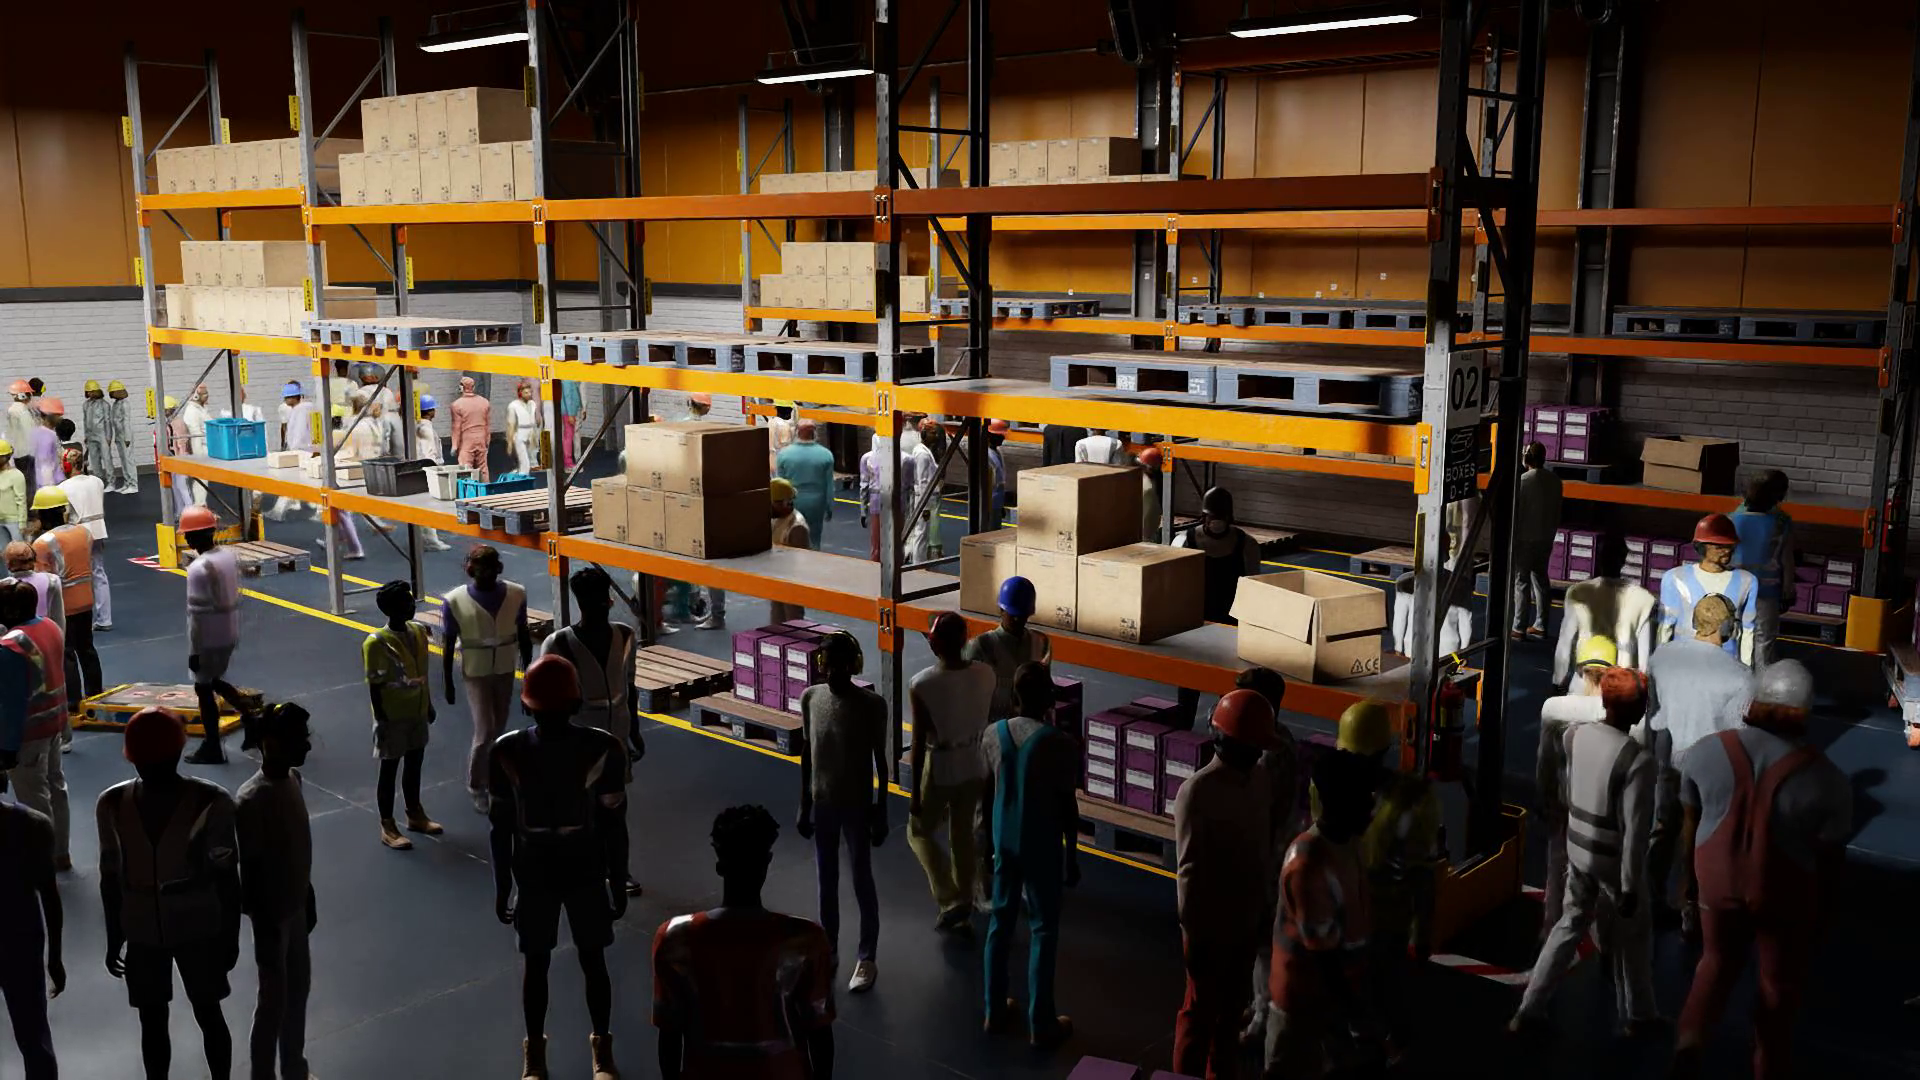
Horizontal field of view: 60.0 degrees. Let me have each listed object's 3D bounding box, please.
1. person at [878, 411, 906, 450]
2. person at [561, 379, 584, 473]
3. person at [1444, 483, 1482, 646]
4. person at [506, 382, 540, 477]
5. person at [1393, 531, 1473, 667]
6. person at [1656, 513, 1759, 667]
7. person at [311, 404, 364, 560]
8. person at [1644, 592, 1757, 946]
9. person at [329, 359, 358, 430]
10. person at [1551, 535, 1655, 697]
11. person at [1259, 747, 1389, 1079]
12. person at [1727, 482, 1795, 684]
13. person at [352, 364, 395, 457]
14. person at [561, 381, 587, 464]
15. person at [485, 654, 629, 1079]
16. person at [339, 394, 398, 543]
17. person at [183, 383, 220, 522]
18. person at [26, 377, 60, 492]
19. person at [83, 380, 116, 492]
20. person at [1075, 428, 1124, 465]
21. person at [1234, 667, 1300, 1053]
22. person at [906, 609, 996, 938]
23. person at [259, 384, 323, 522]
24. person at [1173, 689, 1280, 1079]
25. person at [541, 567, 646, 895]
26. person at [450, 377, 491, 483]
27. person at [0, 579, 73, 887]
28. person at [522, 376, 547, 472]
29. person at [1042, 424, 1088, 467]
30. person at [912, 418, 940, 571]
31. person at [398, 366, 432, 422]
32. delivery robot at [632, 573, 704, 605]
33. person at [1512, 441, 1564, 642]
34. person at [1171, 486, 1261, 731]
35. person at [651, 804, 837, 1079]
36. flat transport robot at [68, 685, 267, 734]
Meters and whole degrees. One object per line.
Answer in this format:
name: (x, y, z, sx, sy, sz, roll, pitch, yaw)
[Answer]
person: (-0.754, -0.851, 20.824, 0.546, 1.928, 0.385, 0, 10, -2)
person: (-6.515, -2.123, 27.841, 0.392, 1.989, 0.610, -2, 10, -11)
person: (4.709, 0.084, 15.781, 0.429, 1.841, 0.633, 1, 10, 3)
person: (-6.524, -1.435, 24.484, 0.664, 1.810, 0.593, 3, 10, 17)
person: (3.443, 0.772, 12.130, 0.562, 1.753, 0.327, 3, 11, 18)
person: (4.903, 0.836, 10.946, 0.615, 2.045, 0.365, 2, 10, 10)
person: (-7.579, -0.709, 20.200, 1.023, 1.864, 0.603, 6, 12, 32)
person: (3.999, 1.236, 9.038, 0.379, 1.932, 0.623, -6, 12, -31)
person: (-10.136, -2.040, 27.495, 0.624, 1.934, 0.822, 1, 10, 7)
person: (4.221, 0.922, 10.887, 0.628, 1.891, 0.588, -1, 10, -3)
person: (1.479, 1.722, 6.326, 1.003, 1.900, 0.604, 7, 12, 34)
person: (6.571, 0.434, 13.801, 0.626, 1.844, 0.429, 6, 12, 32)
person: (-8.816, -1.619, 24.842, 0.538, 2.000, 0.684, 7, 12, 33)
person: (-6.756, -2.266, 28.807, 0.612, 1.942, 0.405, 0, 10, 3)
person: (-1.762, 1.487, 7.325, 0.603, 2.034, 0.416, -1, 10, -7)
person: (-7.722, -0.923, 21.385, 0.801, 1.911, 0.675, -7, 12, -35)
person: (-10.393, -1.195, 22.826, 0.399, 1.908, 0.643, -3, 10, -16)
person: (-13.472, -1.448, 24.379, 0.534, 1.864, 0.309, -4, 11, -21)
person: (-13.266, -1.592, 25.573, 0.486, 1.737, 0.320, 3, 10, 17)
person: (1.615, -0.545, 19.213, 0.575, 1.885, 0.355, 2, 10, 10)
person: (1.428, 1.494, 7.826, 0.337, 1.838, 0.507, 3, 10, 14)
person: (-0.055, 1.282, 9.041, 0.586, 1.829, 0.458, -7, 12, -34)
person: (-9.103, -1.165, 22.660, 0.937, 1.900, 0.616, -7, 12, -34)
person: (1.120, 1.581, 6.913, 0.392, 1.985, 0.611, 8, 13, 40)
person: (-2.098, 1.118, 9.578, 0.615, 1.964, 0.361, -9, 13, -40)
person: (-7.054, -1.391, 23.930, 0.406, 1.910, 0.639, 8, 13, 39)
person: (-5.521, 1.134, 9.845, 0.429, 1.843, 0.634, -1, 10, -8)
person: (-7.142, -2.095, 27.871, 0.369, 1.932, 0.623, -5, 11, -27)
person: (1.304, -0.784, 20.249, 0.611, 1.995, 0.378, 5, 11, 27)
person: (-0.386, -0.411, 18.464, 0.362, 1.883, 0.576, 0, 10, -2)
person: (-9.576, -2.226, 29.242, 0.577, 1.699, 0.884, -1, 10, -6)
delivery robot: (-2.981, 0.454, 17.045, 0.707, 0.478, 0.477, 0, 10, 0)
person: (5.483, 0.014, 15.946, 0.623, 1.932, 0.368, -5, 11, -28)
person: (1.888, 0.588, 12.364, 0.683, 2.000, 0.536, 1, 10, 5)
person: (-0.707, 1.831, 5.547, 0.607, 1.965, 0.366, 0, 10, 0)
flat transport robot: (-6.320, 1.326, 13.196, 1.431, 0.197, 0.652, 2, 10, 10)
